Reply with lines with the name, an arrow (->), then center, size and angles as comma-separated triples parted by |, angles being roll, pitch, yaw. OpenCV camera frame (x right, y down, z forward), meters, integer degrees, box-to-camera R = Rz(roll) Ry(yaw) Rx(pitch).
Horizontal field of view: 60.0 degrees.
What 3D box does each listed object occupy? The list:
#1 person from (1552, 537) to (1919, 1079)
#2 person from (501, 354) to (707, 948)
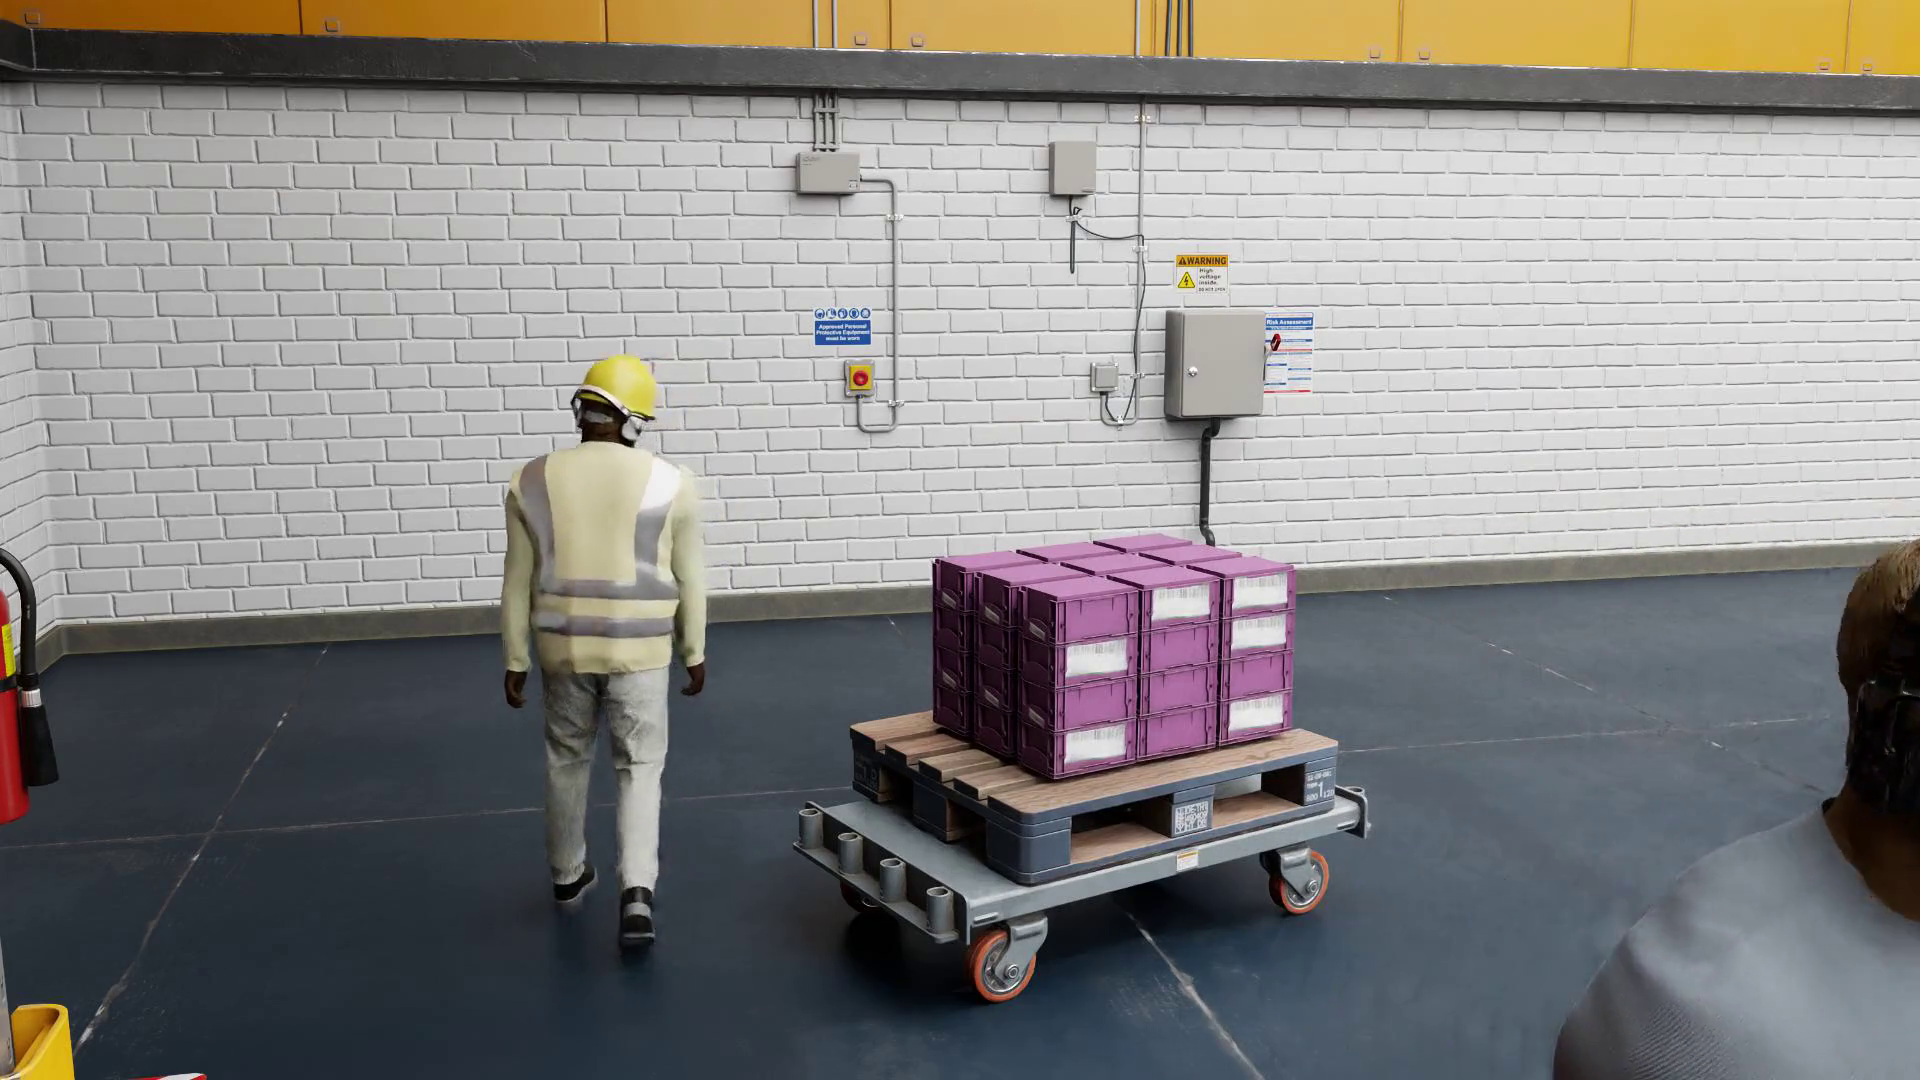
person -> 0.765, 0.919, 1.464 | 0.657, 1.922, 0.416 | -7, 12, -33
person -> -1.090, 0.341, 5.052 | 0.620, 1.789, 0.731 | 0, 10, 0
